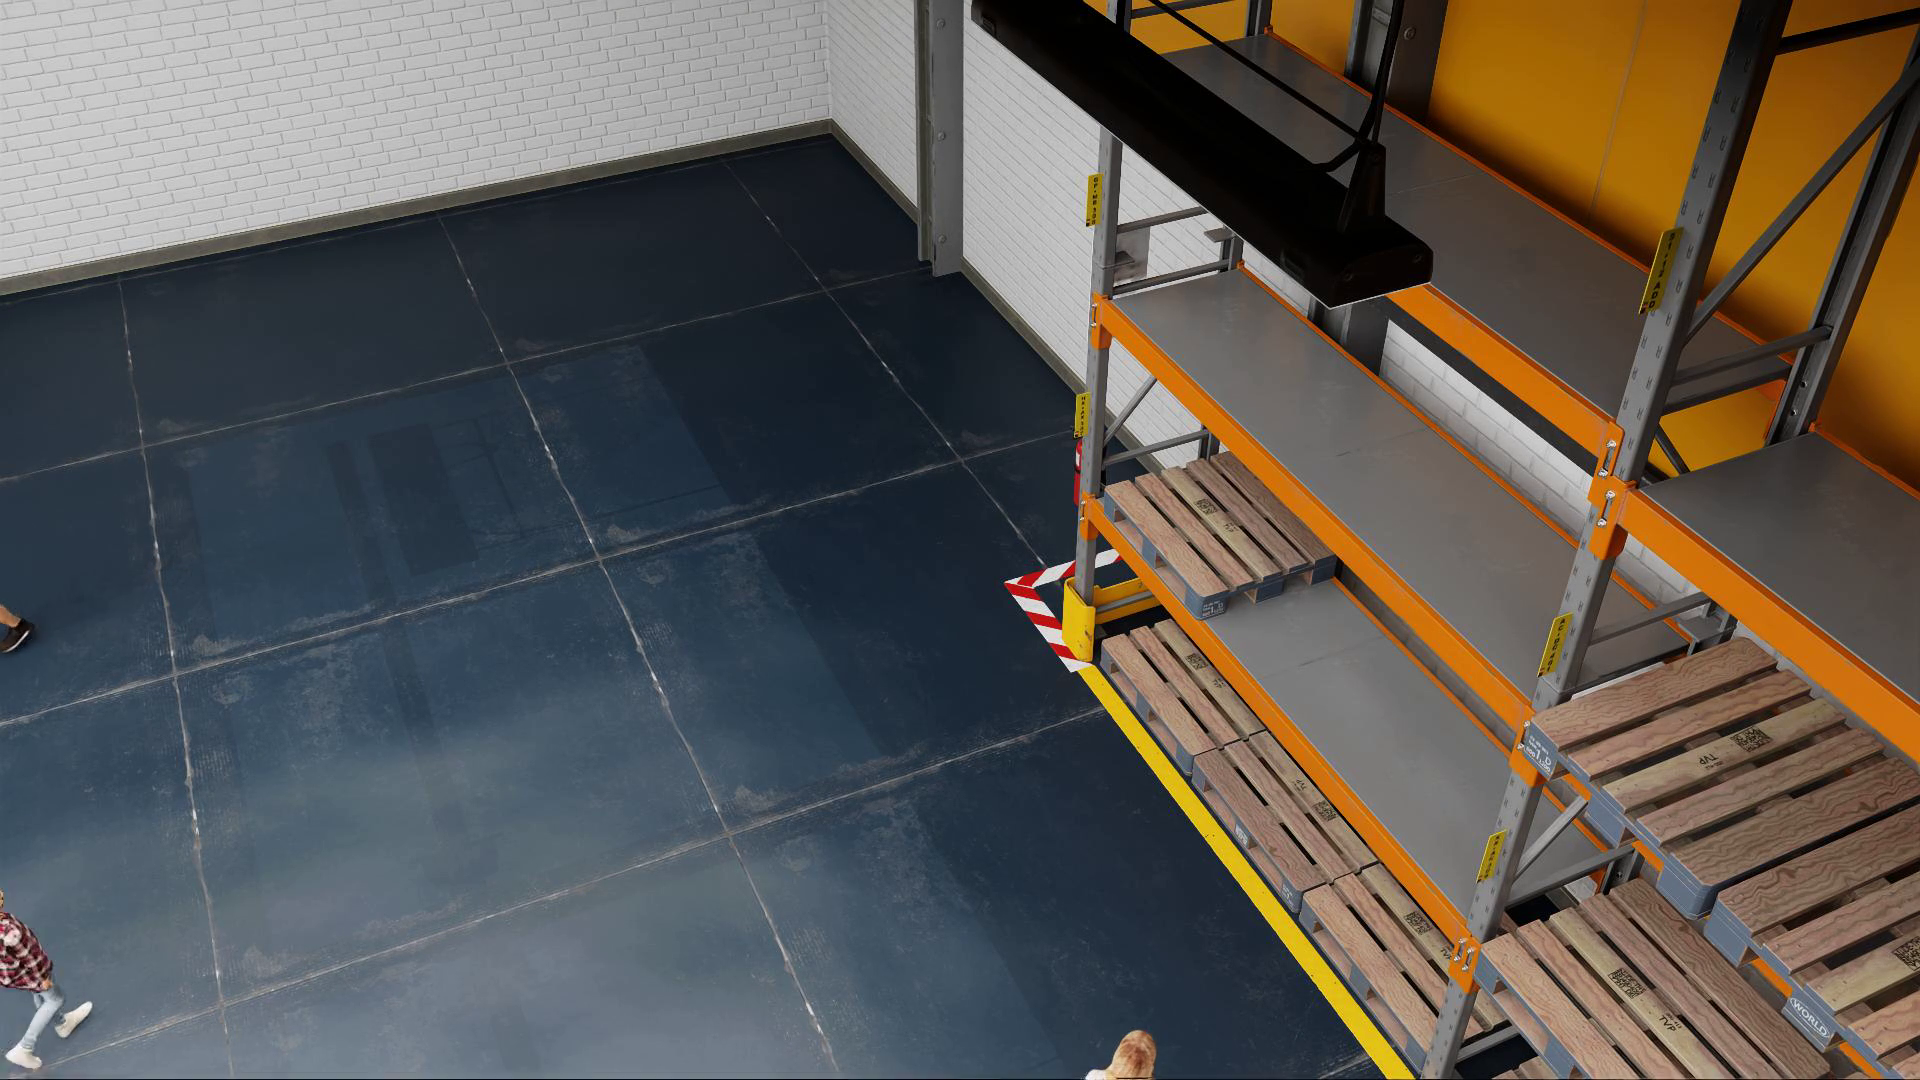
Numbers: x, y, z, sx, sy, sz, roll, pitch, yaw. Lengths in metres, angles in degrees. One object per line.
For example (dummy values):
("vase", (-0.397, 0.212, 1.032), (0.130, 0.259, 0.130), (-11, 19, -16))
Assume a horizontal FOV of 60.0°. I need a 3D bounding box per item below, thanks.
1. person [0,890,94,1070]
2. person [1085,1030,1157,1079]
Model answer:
("person", (-4.988, 2.289, 8.759), (0.784, 1.297, 0.824), (17, 41, 20))
("person", (0.725, 2.863, 7.634), (0.703, 1.805, 0.755), (11, 40, 13))
